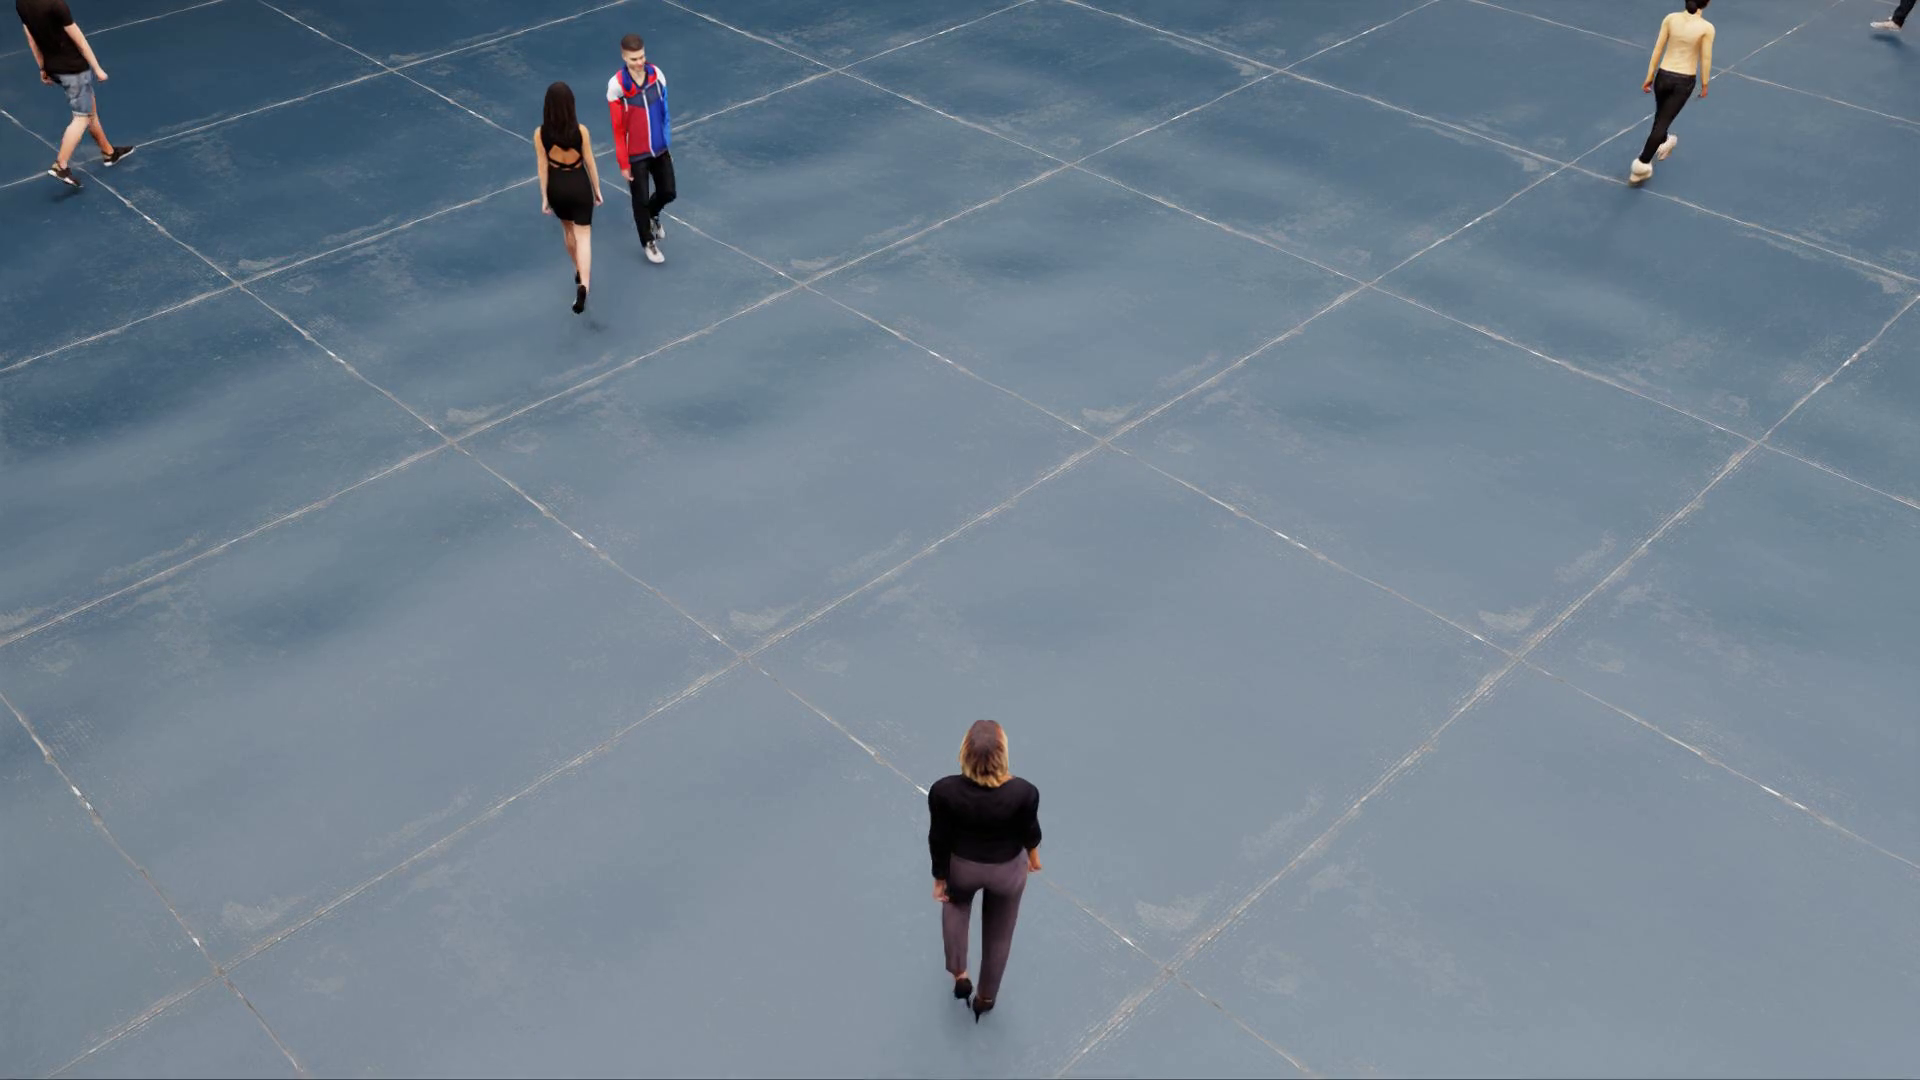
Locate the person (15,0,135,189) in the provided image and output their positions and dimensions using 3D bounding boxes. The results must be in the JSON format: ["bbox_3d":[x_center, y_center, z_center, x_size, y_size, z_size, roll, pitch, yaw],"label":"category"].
[{"bbox_3d":[-7.251,-3.745,13.388,0.910,1.820,1.231,17,40,21],"label":"person"}]

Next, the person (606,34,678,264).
[{"bbox_3d":[-2.400,-2.943,12.396,0.702,1.744,0.766,-23,43,-27],"label":"person"}]

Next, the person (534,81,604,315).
[{"bbox_3d":[-2.750,-2.375,11.752,1.033,1.619,1.031,-5,38,-6],"label":"person"}]

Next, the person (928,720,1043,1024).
[{"bbox_3d":[0.095,1.417,6.730,0.691,1.662,0.729,4,37,5],"label":"person"}]

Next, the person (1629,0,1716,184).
[{"bbox_3d":[5.734,-3.664,13.447,0.593,1.620,1.029,31,47,34],"label":"person"}]
